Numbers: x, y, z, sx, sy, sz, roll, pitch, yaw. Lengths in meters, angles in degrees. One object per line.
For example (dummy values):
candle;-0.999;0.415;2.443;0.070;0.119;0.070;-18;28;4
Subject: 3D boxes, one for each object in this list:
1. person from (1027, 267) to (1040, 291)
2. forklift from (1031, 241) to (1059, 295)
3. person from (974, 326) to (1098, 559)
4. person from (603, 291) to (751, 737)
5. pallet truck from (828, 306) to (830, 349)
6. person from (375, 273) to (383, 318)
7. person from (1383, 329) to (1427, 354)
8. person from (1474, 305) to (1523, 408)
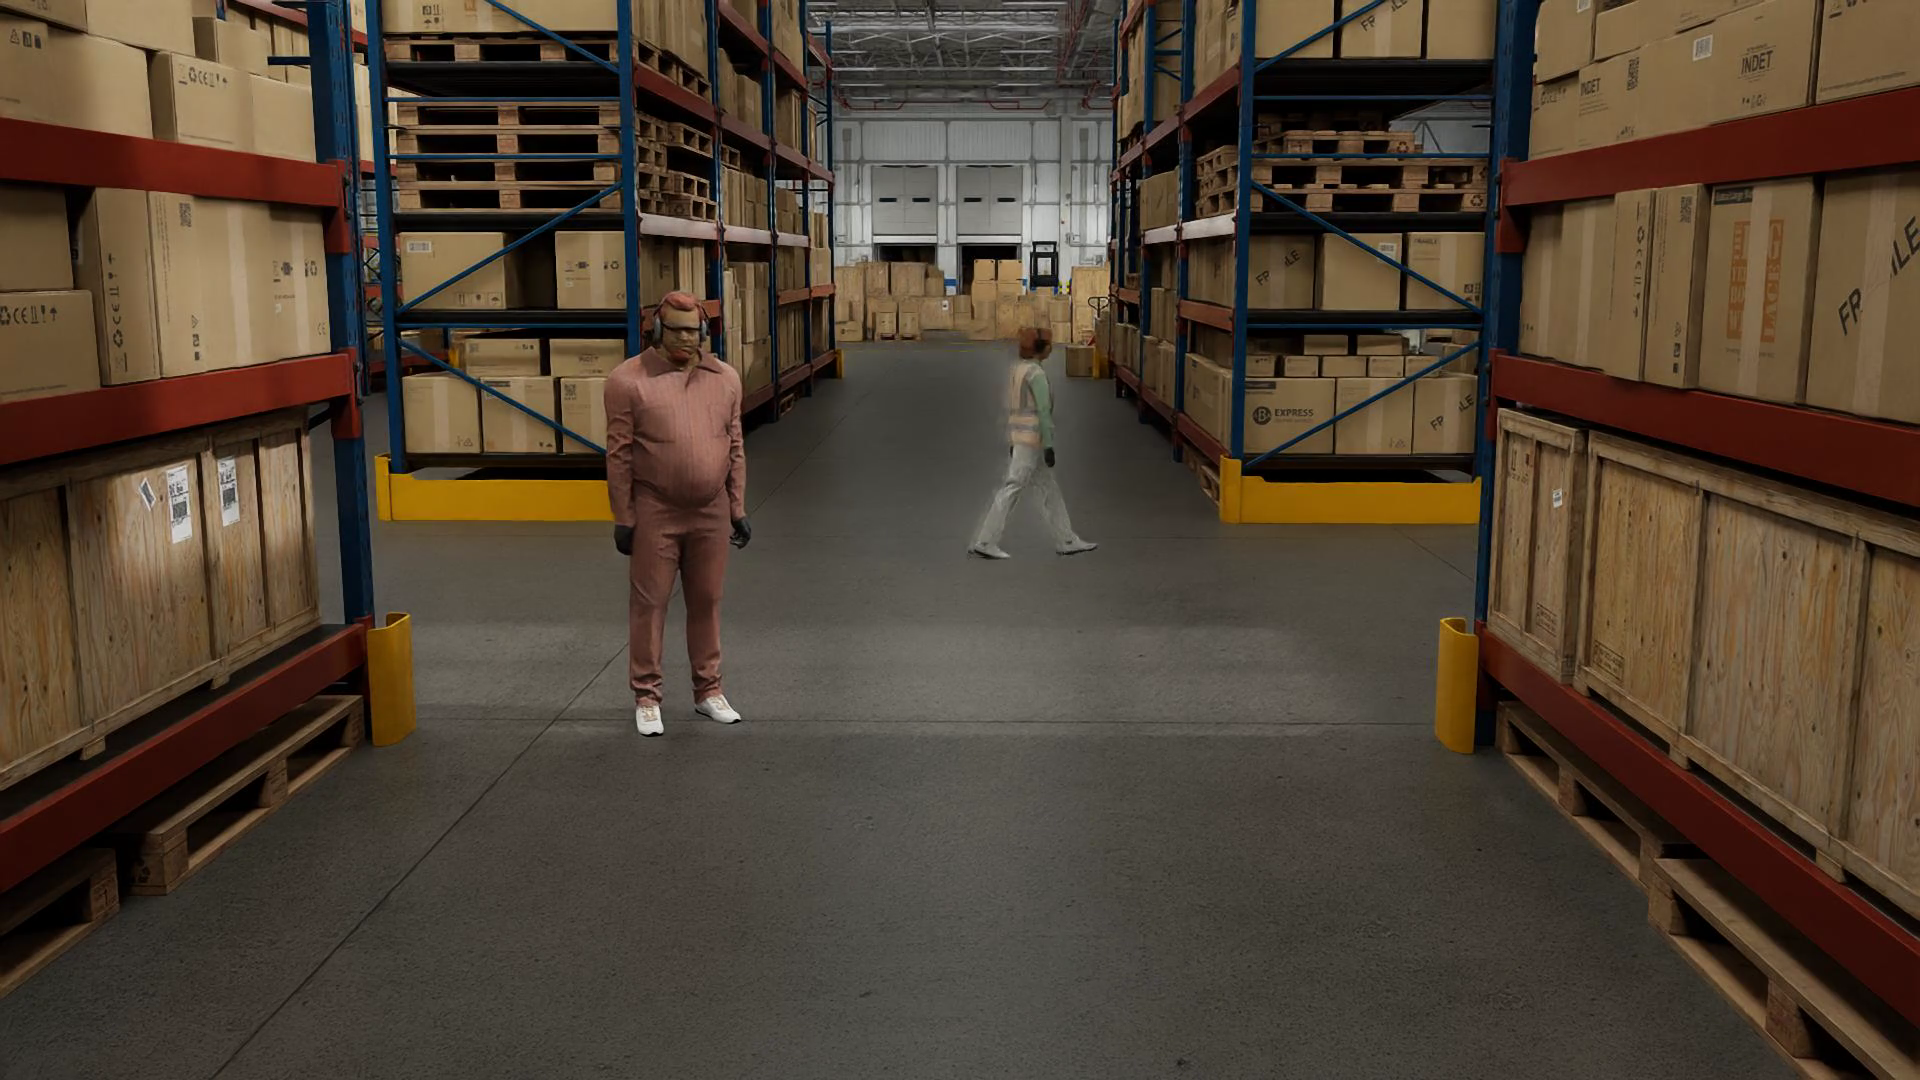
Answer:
person;2.870;-9.615;64.182;0.577;1.876;0.357;0;9;-1
forklift;3.208;-9.956;63.196;1.129;2.768;1.873;0;9;1
person;0.498;-0.657;11.340;0.884;1.594;0.531;-1;10;-8
person;-1.200;-0.116;7.195;0.639;1.902;0.406;-6;11;-31
pallet truck;-3.100;-3.940;29.800;1.885;1.965;0.823;3;10;19
person;-20.633;-8.703;59.315;0.518;1.668;0.571;-6;11;-30
person;5.284;-2.308;19.889;0.608;2.044;0.370;-3;10;-19
person;5.980;-1.941;18.434;0.625;1.801;0.864;-6;11;-32
